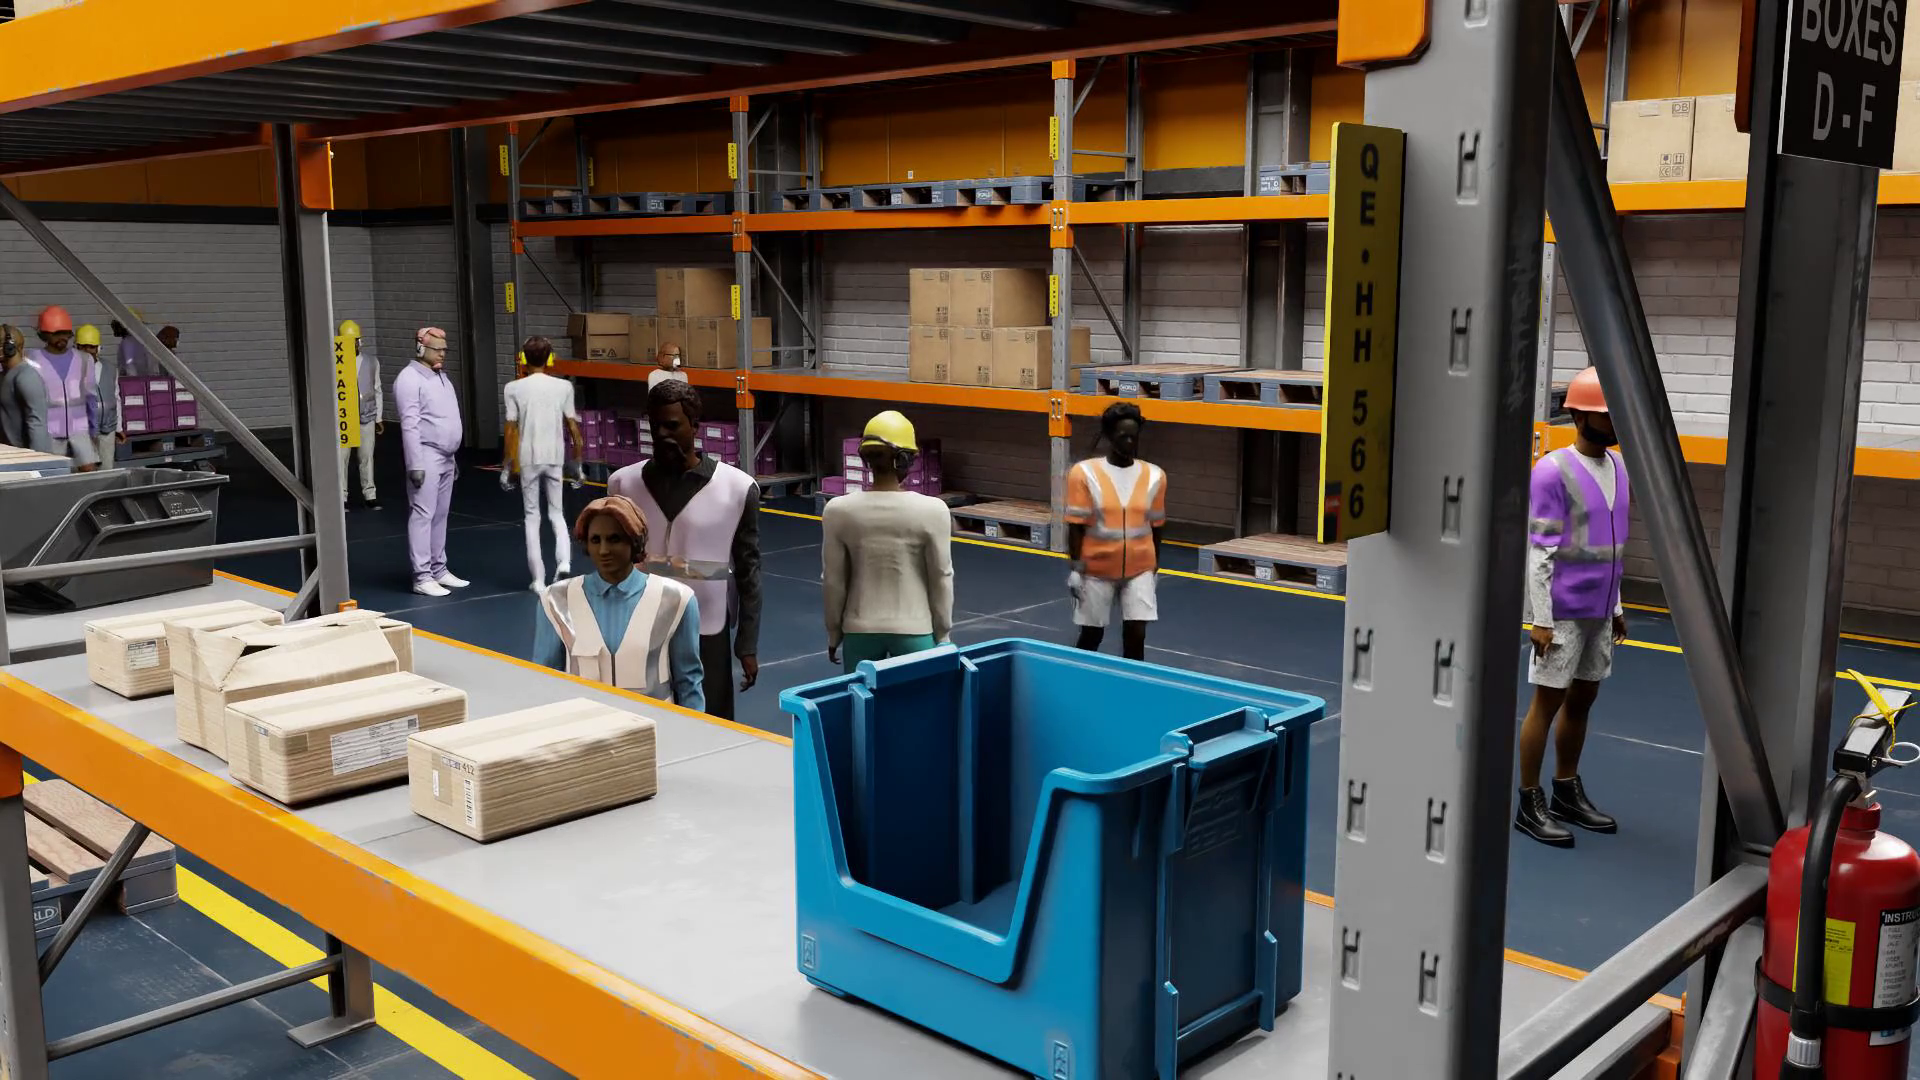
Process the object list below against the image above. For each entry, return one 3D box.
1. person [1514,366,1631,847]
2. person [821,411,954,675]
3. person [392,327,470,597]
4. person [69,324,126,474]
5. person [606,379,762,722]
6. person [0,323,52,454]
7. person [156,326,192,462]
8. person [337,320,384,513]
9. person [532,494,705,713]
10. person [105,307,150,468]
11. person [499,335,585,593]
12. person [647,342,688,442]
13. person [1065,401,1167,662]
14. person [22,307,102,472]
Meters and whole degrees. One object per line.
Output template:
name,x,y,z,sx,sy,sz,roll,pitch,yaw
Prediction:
person,2.522,0.262,6.719,0.549,1.936,0.376,-6,11,-33
person,-0.283,0.372,6.595,0.526,1.760,0.337,1,9,8
person,-3.753,-0.560,11.878,0.406,1.902,0.636,1,9,6
person,-7.745,-1.008,14.850,0.404,1.826,0.587,6,11,34
person,-1.030,0.361,6.169,0.597,1.918,0.382,1,9,7
person,-6.552,-0.538,11.624,0.352,1.937,0.635,-9,13,-44
person,-9.470,-1.750,19.988,0.279,1.633,0.498,-6,11,-34
person,-5.780,-1.174,15.848,0.590,1.833,0.404,-7,12,-37
person,-1.044,0.672,5.117,0.523,1.639,0.306,-1,9,-4
person,-9.410,-1.732,19.046,0.574,1.905,0.593,-3,10,-16
person,-2.977,-0.527,11.846,0.573,1.848,0.447,-5,10,-26
person,-2.771,-1.075,15.878,0.276,1.629,0.498,7,12,37
person,0.762,0.128,8.319,0.537,1.678,0.683,-2,9,-10
person,-7.247,-0.879,13.506,0.610,1.999,0.945,-9,13,-43
